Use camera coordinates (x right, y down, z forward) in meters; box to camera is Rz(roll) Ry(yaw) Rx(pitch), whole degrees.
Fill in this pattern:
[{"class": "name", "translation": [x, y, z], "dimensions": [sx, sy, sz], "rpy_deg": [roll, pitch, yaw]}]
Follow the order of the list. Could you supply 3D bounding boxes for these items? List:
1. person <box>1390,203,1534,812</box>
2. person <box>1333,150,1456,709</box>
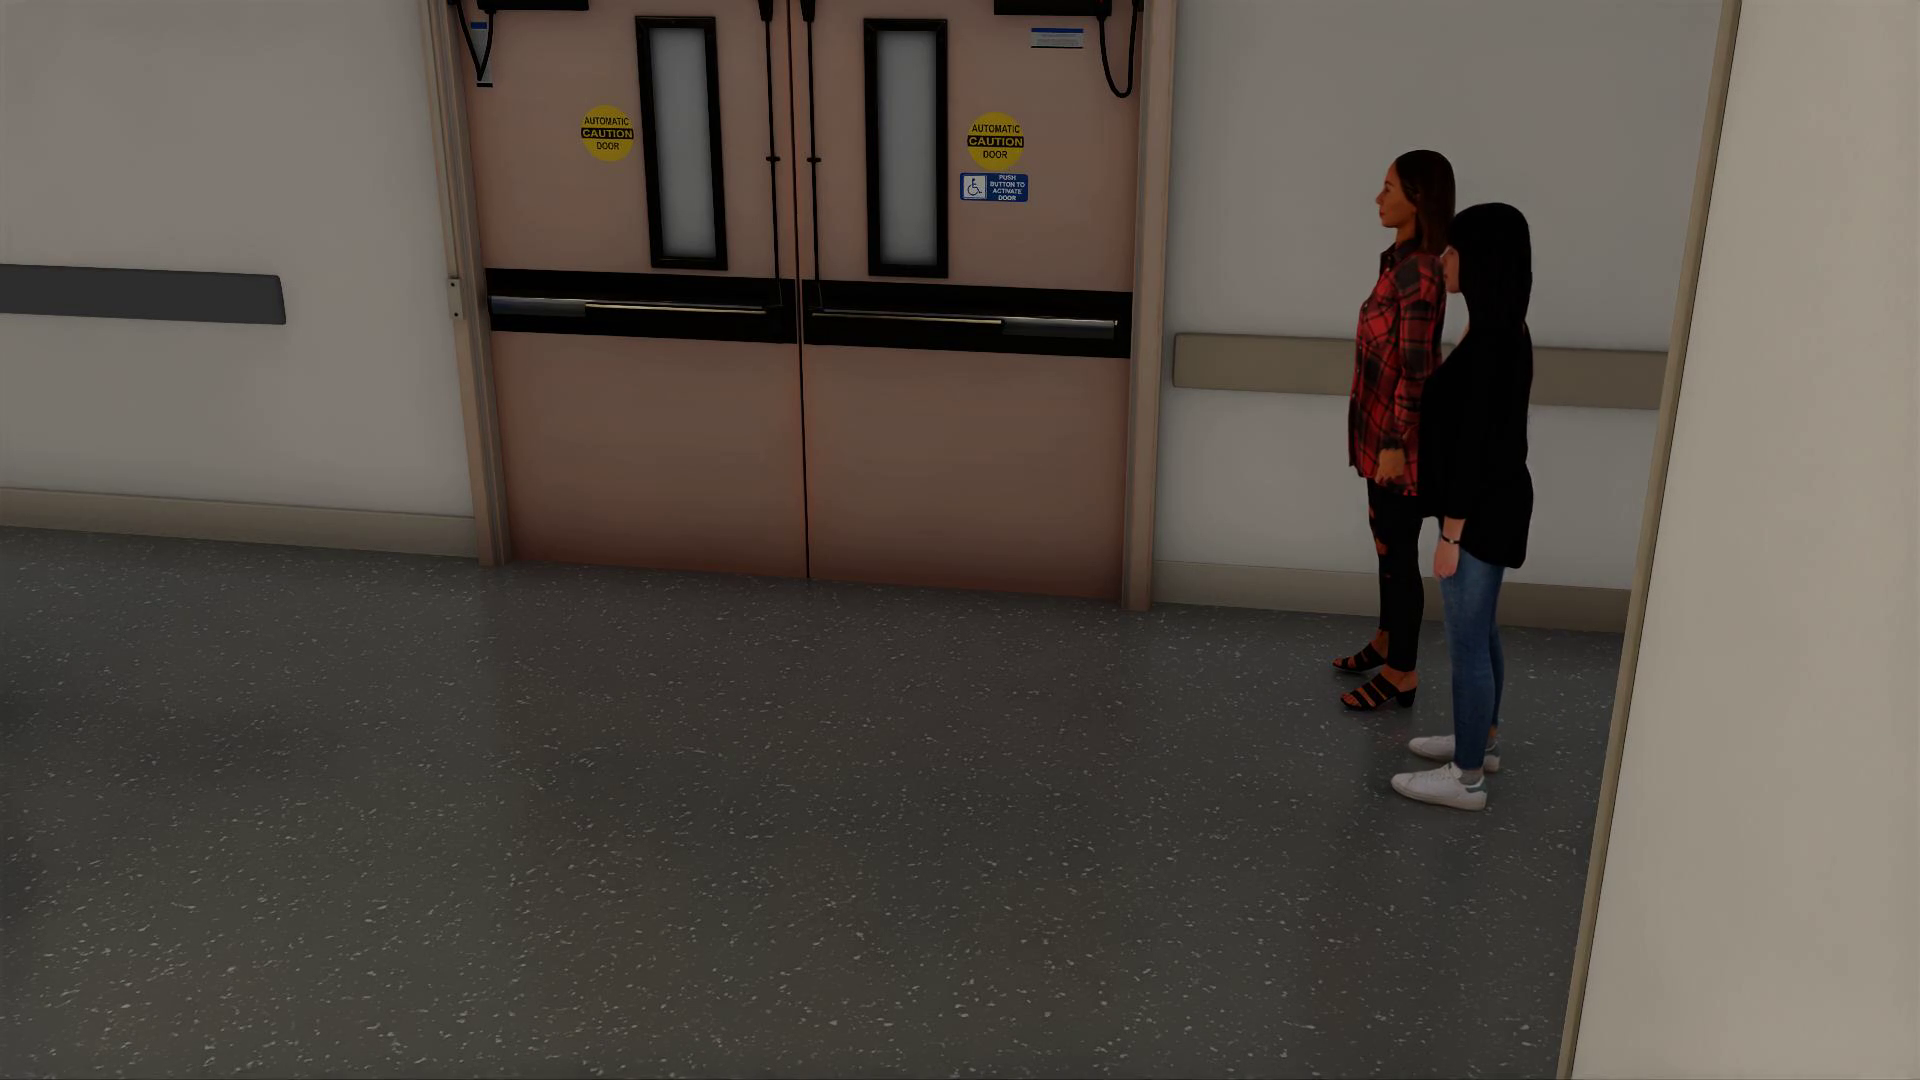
[{"class": "person", "translation": [1.404, -0.082, 4.480], "dimensions": [0.590, 1.643, 0.597], "rpy_deg": [9, 22, 22]}, {"class": "person", "translation": [1.319, -0.310, 4.997], "dimensions": [0.543, 1.702, 0.610], "rpy_deg": [3, 21, 8]}]
